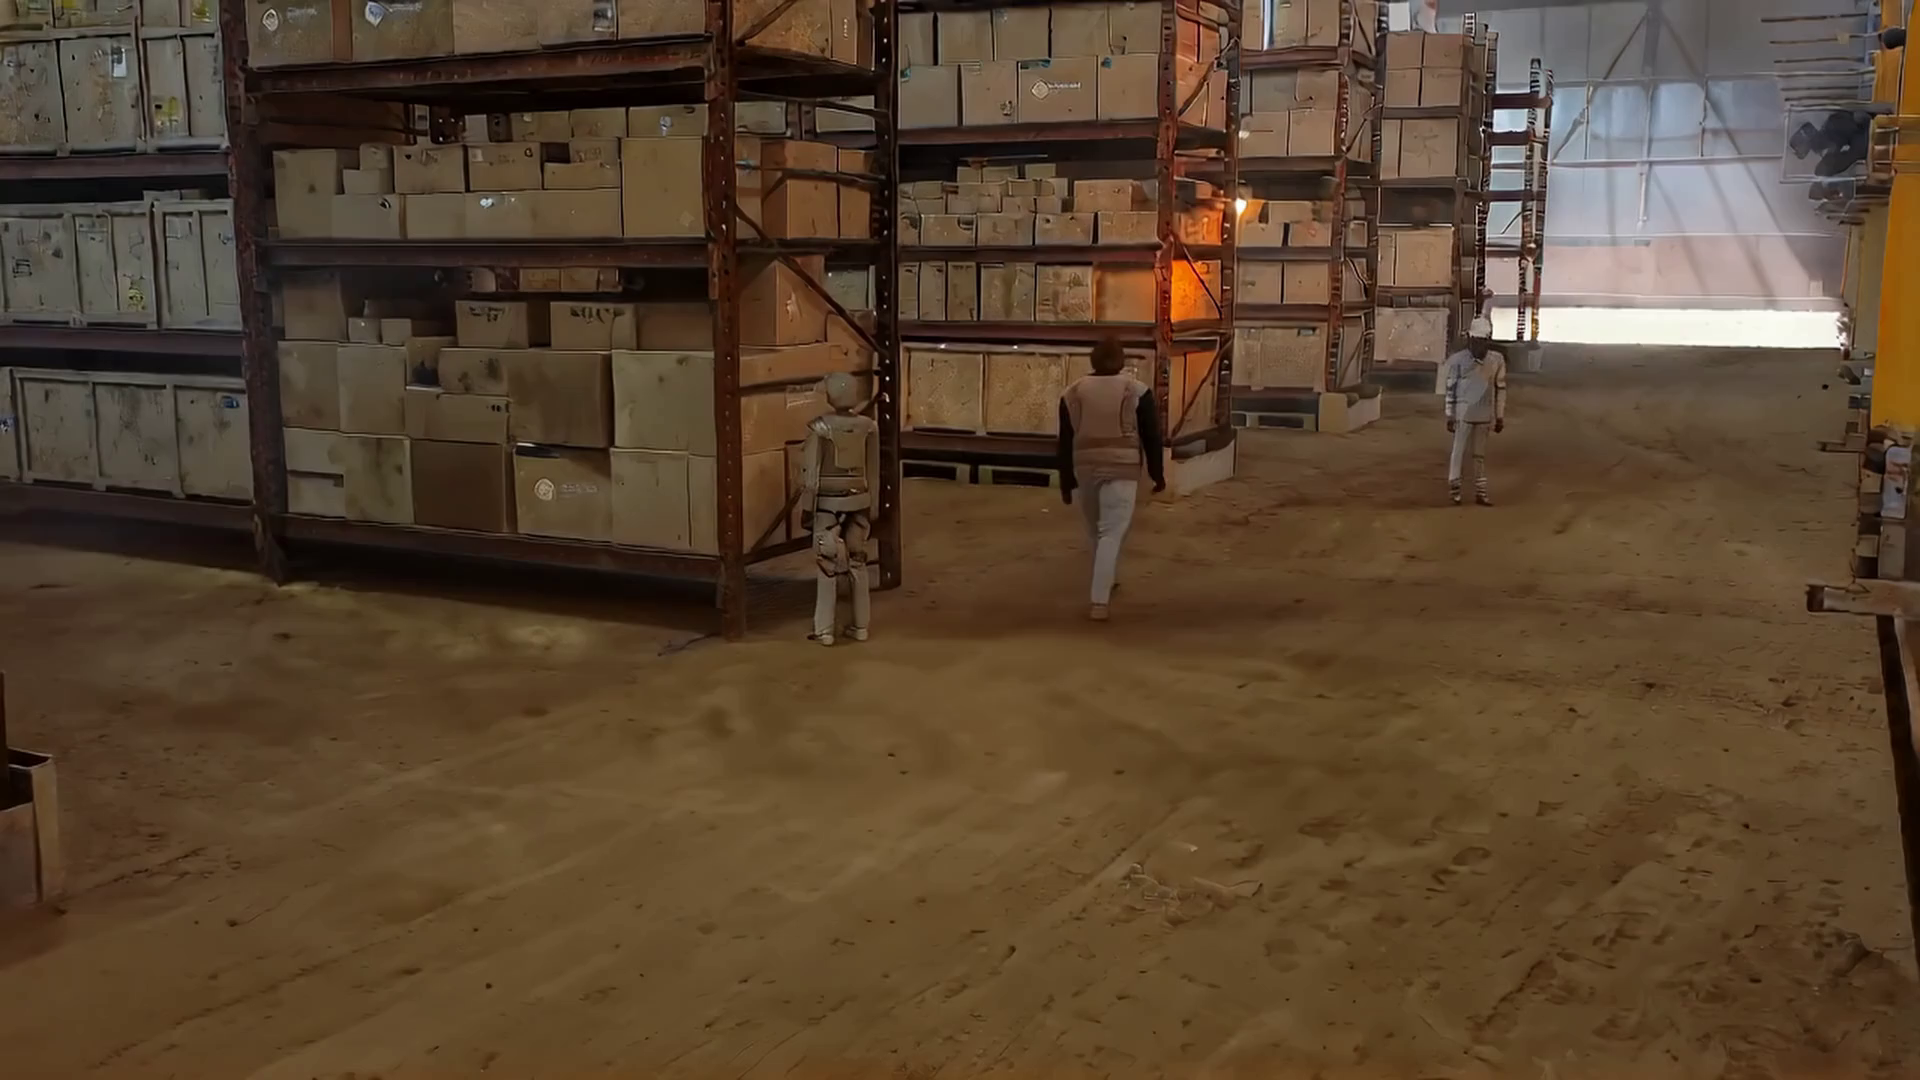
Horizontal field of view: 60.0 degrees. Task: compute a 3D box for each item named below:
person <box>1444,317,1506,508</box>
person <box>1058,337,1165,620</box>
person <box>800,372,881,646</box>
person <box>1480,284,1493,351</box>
[{"bbox_3d":[4.728,-1.163,15.256,0.565,1.745,0.349,0,10,-3],"label":"person"},{"bbox_3d":[0.979,-0.413,10.808,0.641,1.790,0.978,5,11,26],"label":"person"},{"bbox_3d":[-0.701,-0.182,9.916,0.523,1.631,0.317,-6,11,-31],"label":"person"},{"bbox_3d":[10.211,-4.116,32.398,0.320,1.737,0.485,5,11,29],"label":"person"}]
